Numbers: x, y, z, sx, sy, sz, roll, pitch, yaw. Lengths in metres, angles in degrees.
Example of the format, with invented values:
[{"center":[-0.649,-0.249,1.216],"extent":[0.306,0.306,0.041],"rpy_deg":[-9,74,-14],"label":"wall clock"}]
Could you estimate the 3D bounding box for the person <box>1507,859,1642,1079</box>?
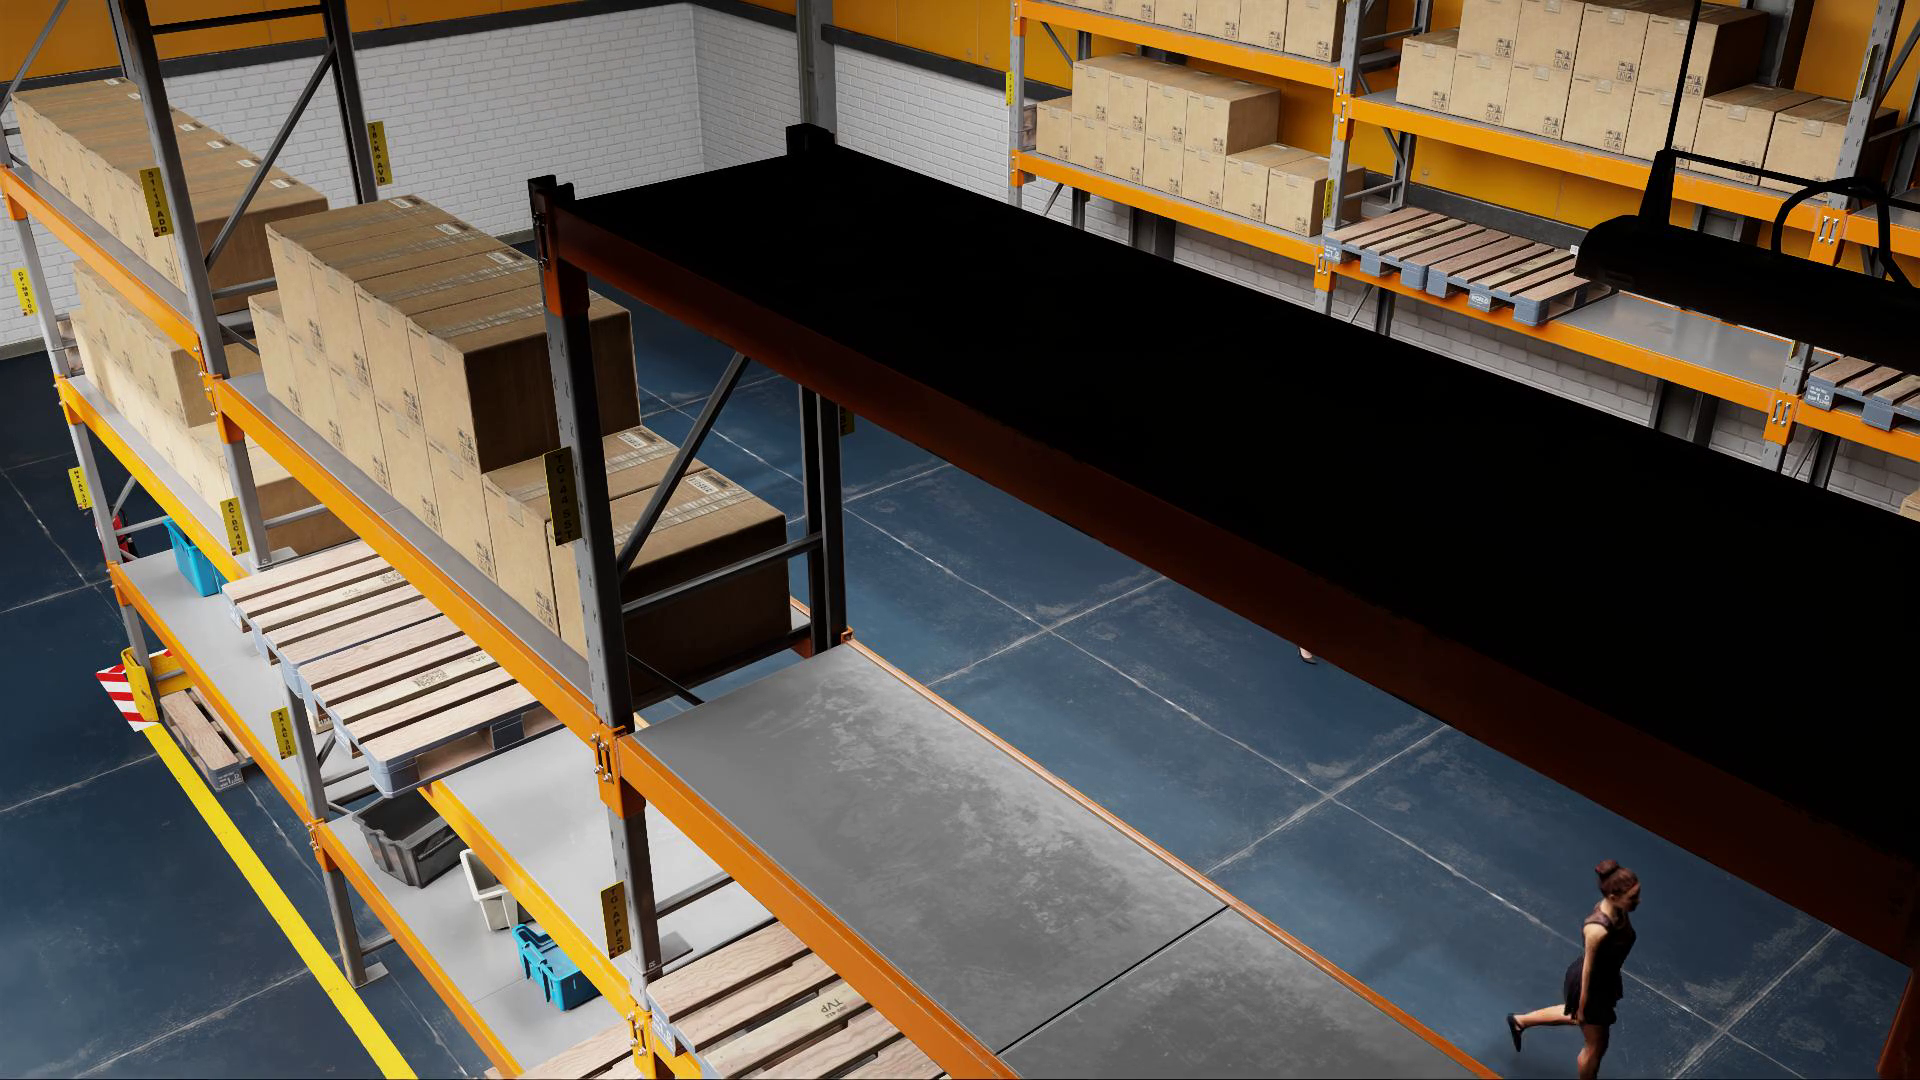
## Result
[{"center":[3.443,2.437,9.235],"extent":[0.994,1.657,0.697],"rpy_deg":[22,35,34],"label":"person"}]
